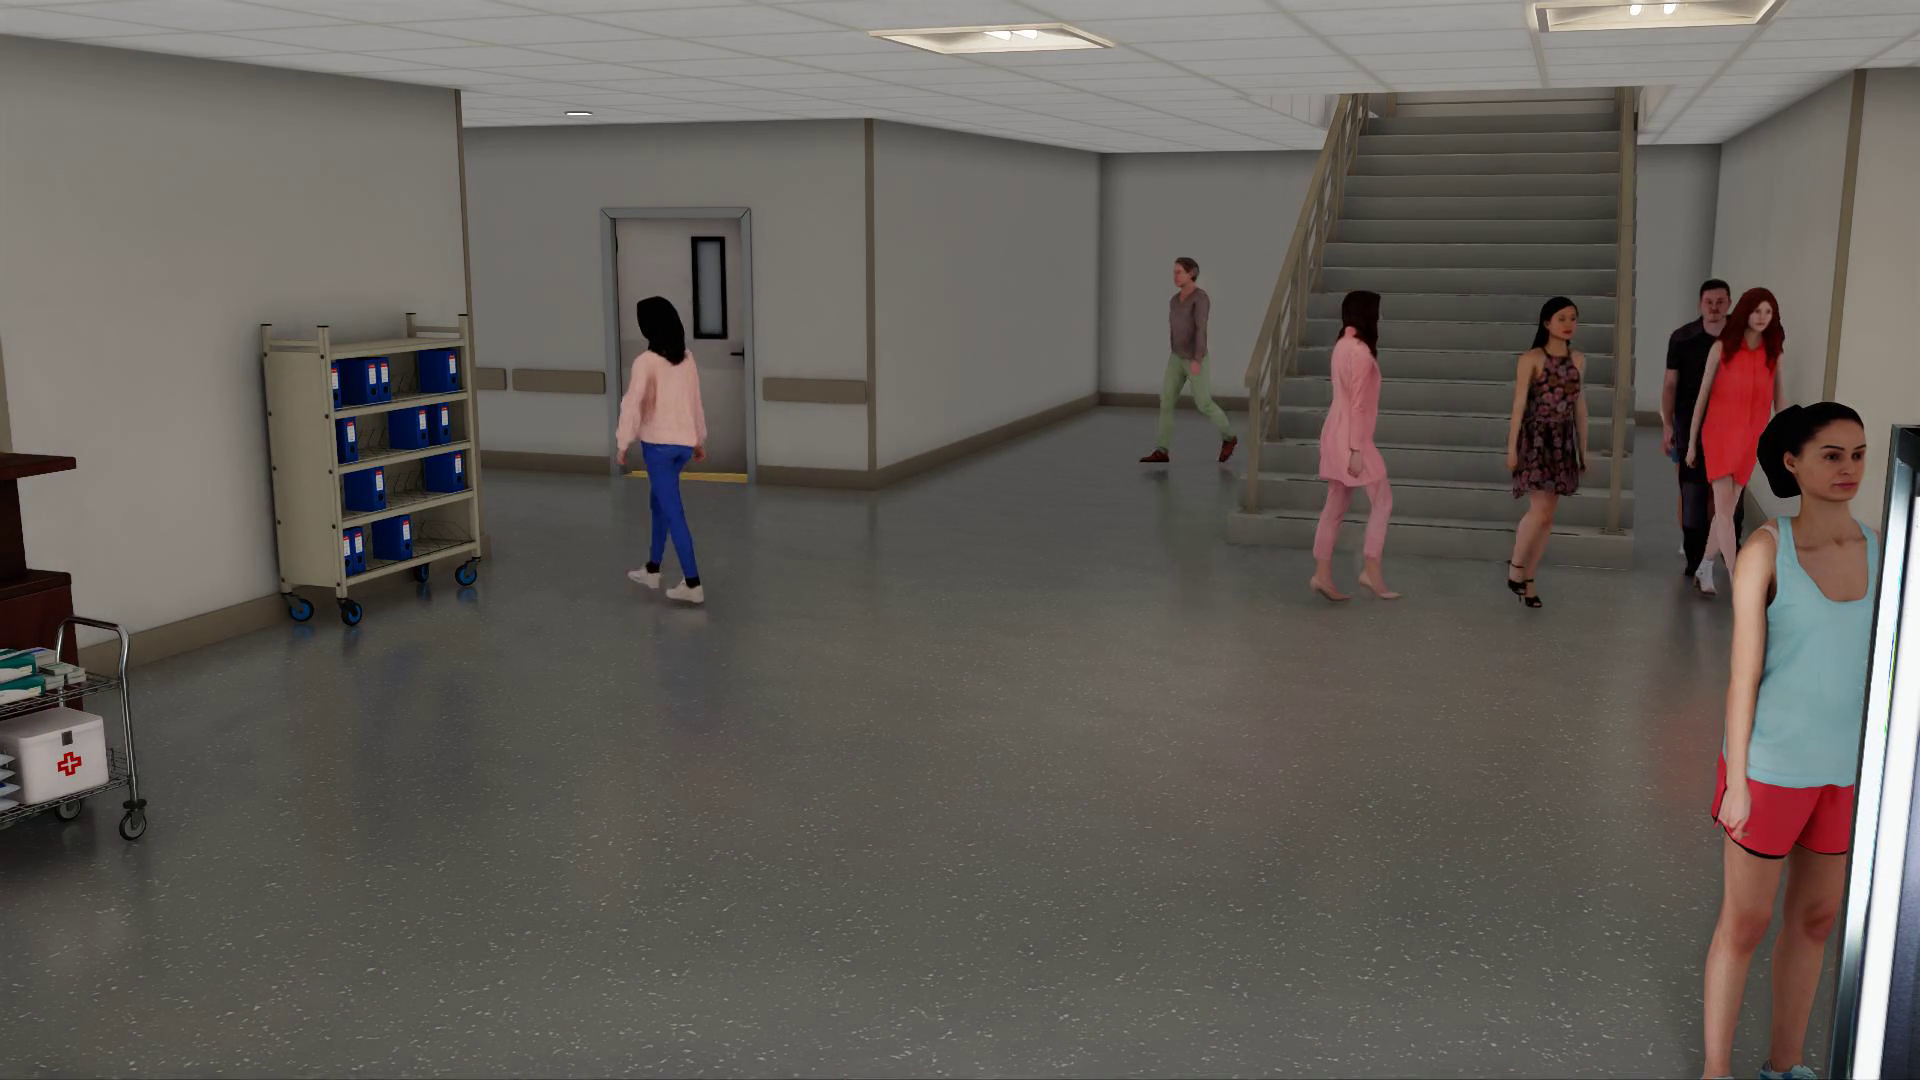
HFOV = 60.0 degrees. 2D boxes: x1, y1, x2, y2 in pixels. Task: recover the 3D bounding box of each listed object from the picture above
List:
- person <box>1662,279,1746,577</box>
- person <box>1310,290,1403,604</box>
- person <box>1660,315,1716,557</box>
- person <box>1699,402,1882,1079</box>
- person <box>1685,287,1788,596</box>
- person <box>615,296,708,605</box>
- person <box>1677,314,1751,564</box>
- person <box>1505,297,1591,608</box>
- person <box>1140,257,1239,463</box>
[{"bbox_3d":[4.668,-0.699,10.341,0.758,1.833,0.695,4,11,20],"label":"person"},{"bbox_3d":[2.136,-0.507,9.467,0.879,1.781,0.836,-1,11,-7],"label":"person"},{"bbox_3d":[4.793,-0.670,10.792,0.666,1.609,0.846,5,12,25],"label":"person"},{"bbox_3d":[1.977,0.552,3.930,0.697,1.765,0.733,-2,11,-11],"label":"person"},{"bbox_3d":[4.396,-0.523,9.542,0.827,1.786,1.120,1,11,3],"label":"person"},{"bbox_3d":[-1.599,-0.491,9.489,0.887,1.741,0.931,8,13,35],"label":"person"},{"bbox_3d":[4.896,-0.653,10.801,0.674,1.570,0.978,3,11,14],"label":"person"},{"bbox_3d":[3.247,-0.481,9.388,0.811,1.759,0.871,-4,12,-21],"label":"person"},{"bbox_3d":[2.146,-1.594,15.010,1.317,1.851,1.140,-8,13,-35],"label":"person"}]
